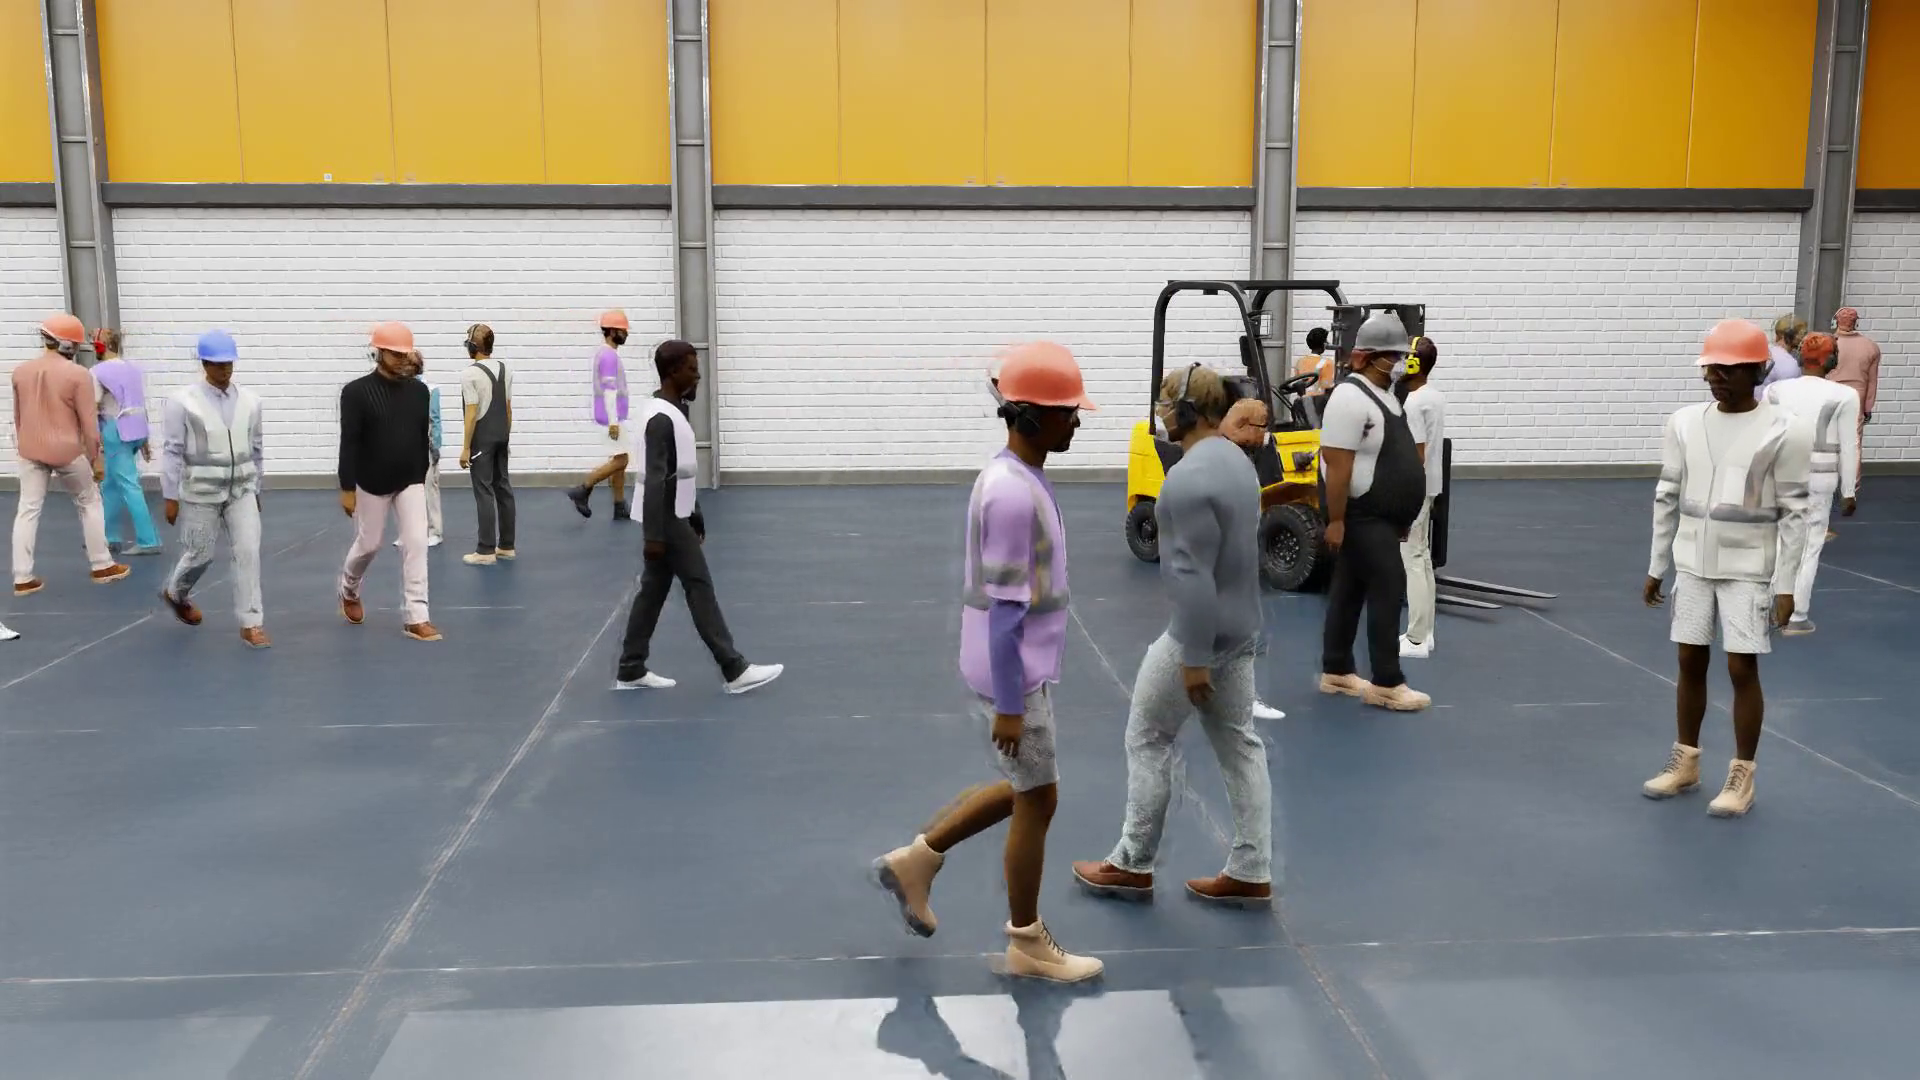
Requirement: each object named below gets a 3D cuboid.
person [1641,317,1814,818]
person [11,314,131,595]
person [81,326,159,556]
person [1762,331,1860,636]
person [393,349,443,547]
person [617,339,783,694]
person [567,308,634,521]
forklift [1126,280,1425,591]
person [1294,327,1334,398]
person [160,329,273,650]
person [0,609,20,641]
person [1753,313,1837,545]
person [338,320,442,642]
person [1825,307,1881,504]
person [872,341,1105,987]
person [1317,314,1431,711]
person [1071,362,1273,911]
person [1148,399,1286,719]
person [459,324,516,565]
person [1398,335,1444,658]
[{"bbox_3d":[3.134,0.110,6.860,0.379,2.042,0.616,-7,11,-36],"label":"person"},{"bbox_3d":[-6.325,-0.608,11.730,0.634,1.937,0.793,0,9,2],"label":"person"},{"bbox_3d":[-6.731,-0.763,13.097,0.840,1.808,0.571,0,9,2],"label":"person"},{"bbox_3d":[5.189,-0.338,10.199,0.413,1.871,0.586,-7,11,-36],"label":"person"},{"bbox_3d":[-4.448,-0.750,13.561,0.512,1.627,0.321,2,9,15],"label":"person"},{"bbox_3d":[-1.415,-0.110,8.775,0.903,1.876,0.616,-1,9,-7],"label":"person"},{"bbox_3d":[-3.156,-1.101,14.845,0.600,1.924,0.566,-2,9,-11],"label":"person"},{"bbox_3d":[2.301,-0.860,12.475,1.214,2.155,2.313,-6,11,-35],"label":"forklift"},{"bbox_3d":[3.582,-1.302,16.836,0.320,1.694,0.531,-5,10,-27],"label":"person"},{"bbox_3d":[-4.510,-0.316,9.975,0.890,1.913,0.622,7,12,39],"label":"person"},{"bbox_3d":[-6.253,-0.320,10.124,1.031,1.873,0.613,4,10,23],"label":"person"},{"bbox_3d":[6.559,-0.821,13.117,0.823,1.907,0.657,2,9,14],"label":"person"},{"bbox_3d":[-3.564,-0.380,10.242,0.963,1.957,0.626,8,12,42],"label":"person"},{"bbox_3d":[8.485,-1.287,16.063,0.643,1.909,0.410,1,9,7],"label":"person"},{"bbox_3d":[0.097,0.392,5.176,0.661,2.024,0.615,1,9,8],"label":"person"},{"bbox_3d":[2.210,-0.156,8.537,0.774,2.000,0.713,5,10,28],"label":"person"},{"bbox_3d":[0.754,0.337,5.841,0.844,1.907,0.656,5,10,27],"label":"person"},{"bbox_3d":[1.296,0.086,8.368,0.681,1.608,0.526,3,9,18],"label":"person"},{"bbox_3d":[-3.637,-0.730,12.756,0.346,1.846,0.506,4,10,25],"label":"person"},{"bbox_3d":[2.627,-0.249,9.658,0.312,1.869,0.537,5,10,27],"label":"person"}]
